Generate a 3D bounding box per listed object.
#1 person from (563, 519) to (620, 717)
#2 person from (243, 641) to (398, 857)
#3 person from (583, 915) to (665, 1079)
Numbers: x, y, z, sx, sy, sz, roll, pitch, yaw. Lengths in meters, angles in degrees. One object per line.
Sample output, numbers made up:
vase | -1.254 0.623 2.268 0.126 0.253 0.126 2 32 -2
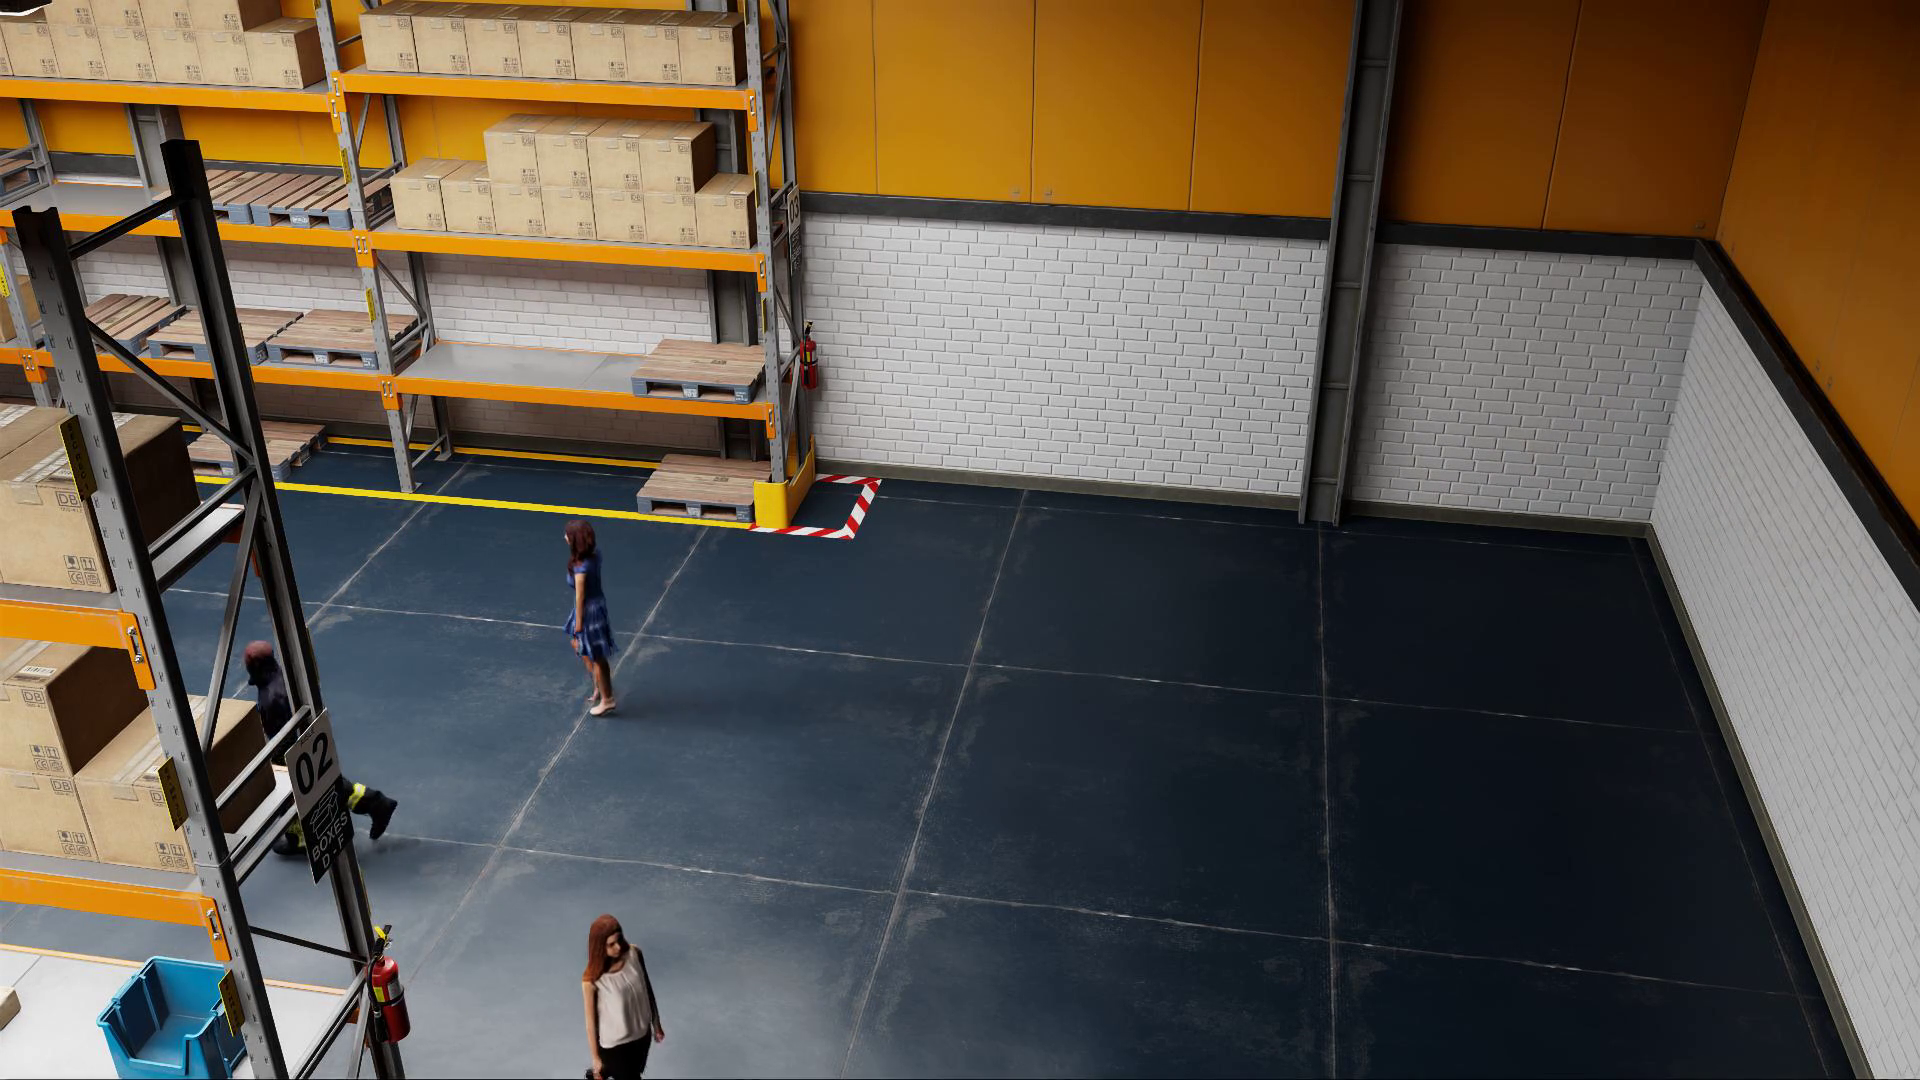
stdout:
person | -2.870 0.634 13.293 0.770 1.799 0.739 -1 29 -2
person | -4.558 1.486 11.756 1.233 1.776 0.952 -3 29 -6
person | -1.970 2.777 9.469 1.104 1.700 0.893 21 35 33
